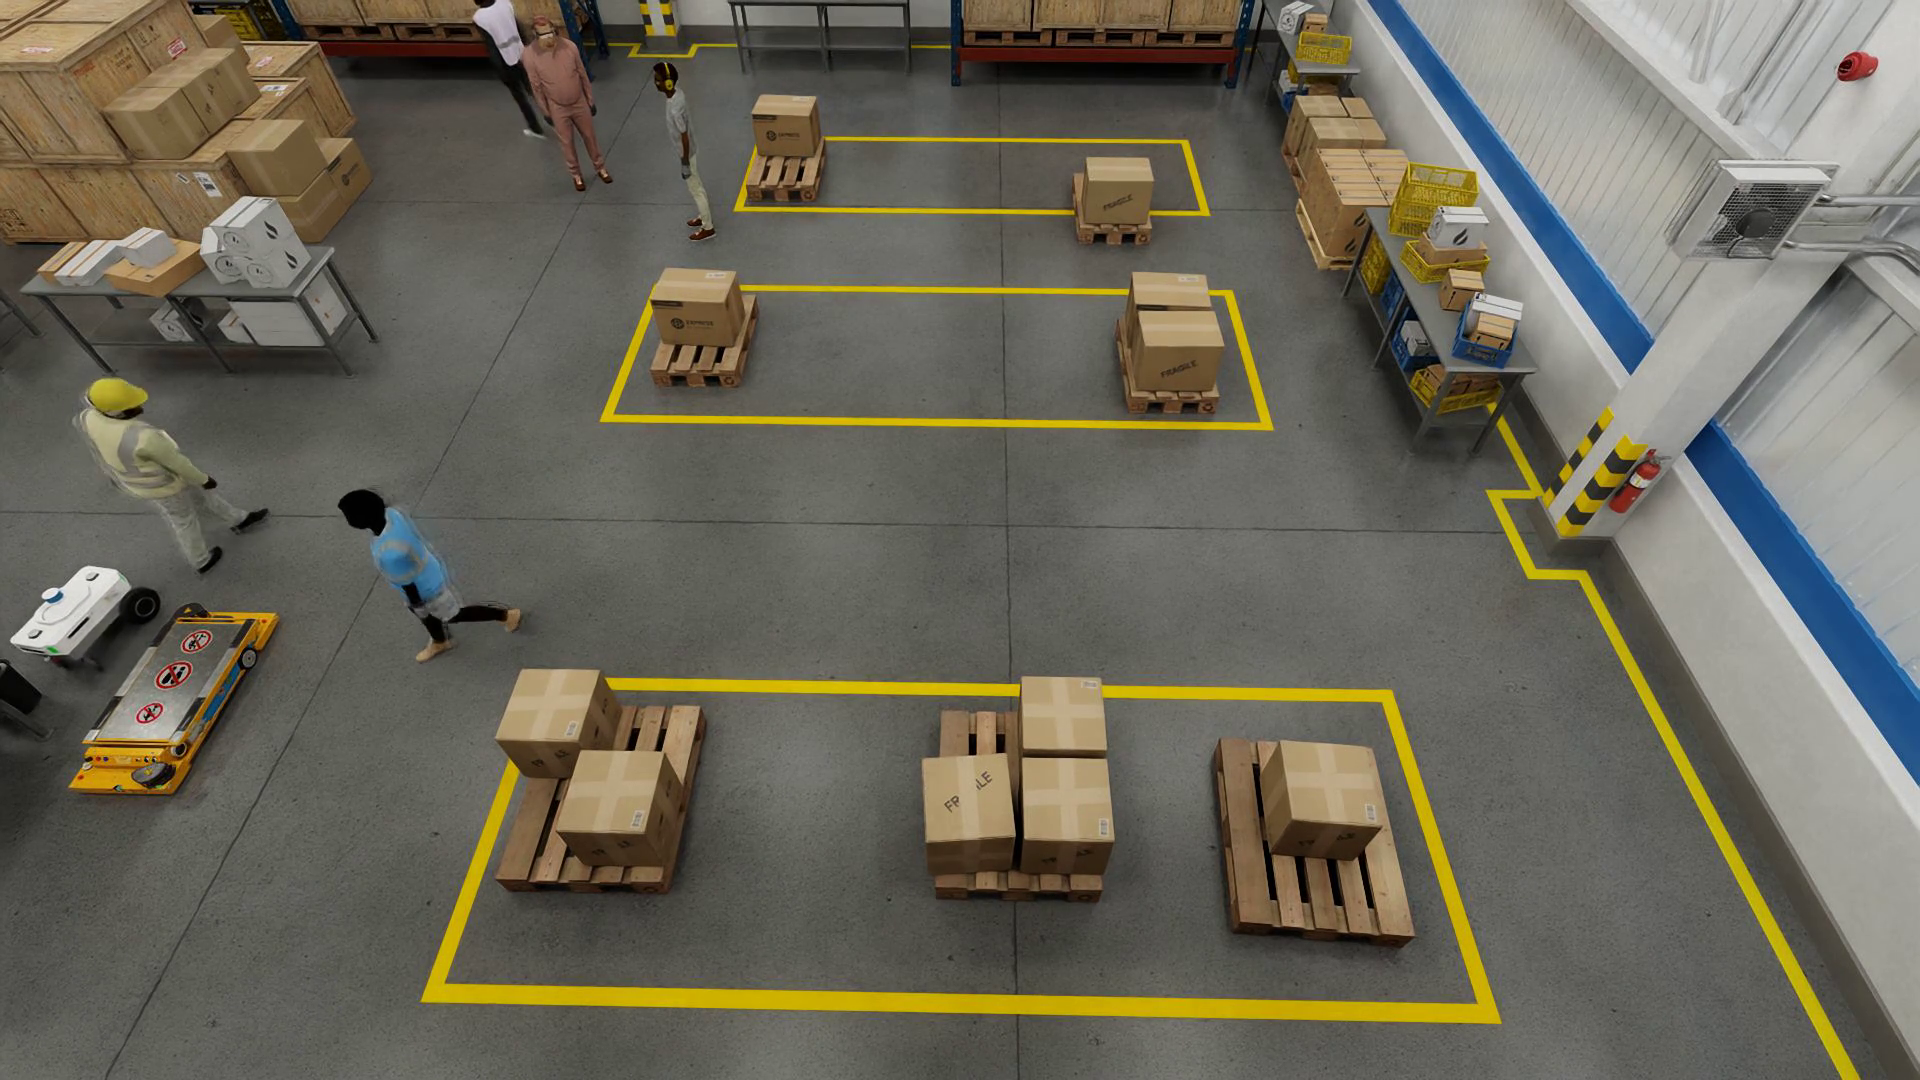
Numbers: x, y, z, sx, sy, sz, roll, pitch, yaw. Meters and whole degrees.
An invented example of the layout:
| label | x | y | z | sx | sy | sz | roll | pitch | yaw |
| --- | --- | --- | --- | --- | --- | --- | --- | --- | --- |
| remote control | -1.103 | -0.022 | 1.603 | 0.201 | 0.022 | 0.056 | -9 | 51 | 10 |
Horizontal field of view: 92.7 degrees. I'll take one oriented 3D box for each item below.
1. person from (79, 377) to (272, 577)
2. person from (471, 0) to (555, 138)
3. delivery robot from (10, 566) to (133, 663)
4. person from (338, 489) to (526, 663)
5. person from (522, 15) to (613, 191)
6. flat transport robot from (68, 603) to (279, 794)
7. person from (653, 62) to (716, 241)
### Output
| label | x | y | z | sx | sy | sz | roll | pitch | yaw |
| --- | --- | --- | --- | --- | --- | --- | --- | --- | --- |
| person | -5.858 | -0.512 | 6.809 | 0.656 | 1.774 | 0.754 | 24 | 54 | 19 |
| person | -5.489 | -5.900 | 11.290 | 0.565 | 1.889 | 0.623 | 20 | 53 | 16 |
| delivery robot | -6.430 | 0.532 | 6.655 | 0.477 | 0.478 | 0.707 | 8 | 50 | 7 |
| person | -3.612 | 0.242 | 6.239 | 0.774 | 1.673 | 0.536 | -25 | 54 | -20 |
| person | -4.498 | -4.991 | 10.517 | 0.635 | 1.899 | 0.401 | -25 | 54 | -20 |
| flat transport robot | -5.504 | 1.072 | 6.442 | 0.652 | 0.197 | 1.431 | 1 | 50 | 1 |
| person | -2.955 | -4.135 | 9.805 | 0.324 | 1.876 | 0.526 | -10 | 51 | -9 |
